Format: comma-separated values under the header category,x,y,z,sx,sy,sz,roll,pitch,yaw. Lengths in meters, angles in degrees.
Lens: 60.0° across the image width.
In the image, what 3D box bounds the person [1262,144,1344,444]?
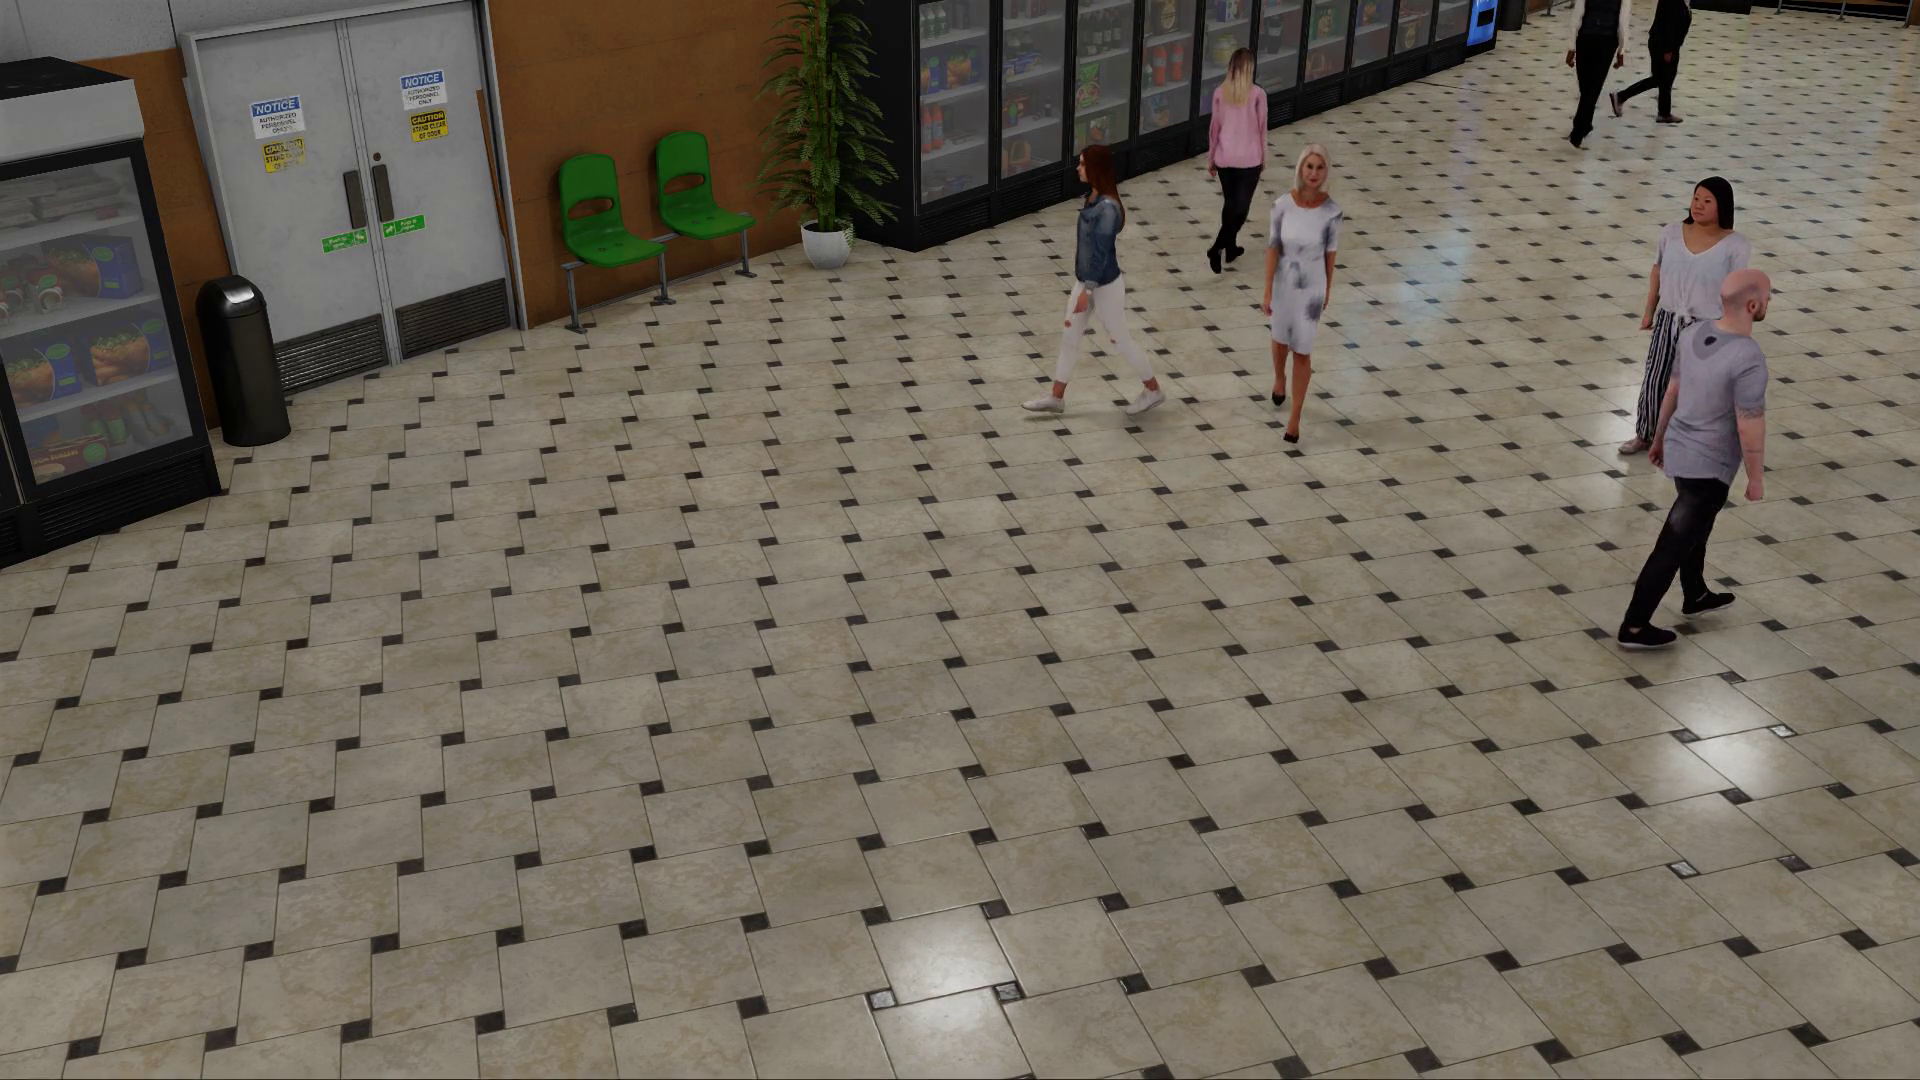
category,x,y,z,sx,sy,sz,roll,pitch,yaw
person,1.995,-1.502,9.939,1.107,1.706,0.952,6,28,12

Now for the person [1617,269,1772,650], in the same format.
category,x,y,z,sx,sy,sz,roll,pitch,yaw
person,3.260,-0.330,7.513,1.076,1.809,1.048,-5,27,-10

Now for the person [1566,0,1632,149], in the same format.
category,x,y,z,sx,sy,sz,roll,pitch,yaw
person,6.172,-4.771,16.185,1.263,1.885,0.895,15,31,27

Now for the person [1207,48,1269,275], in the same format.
category,x,y,z,sx,sy,sz,roll,pitch,yaw
person,2.080,-2.855,12.652,0.992,1.664,0.703,17,32,30

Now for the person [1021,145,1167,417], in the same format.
category,x,y,z,sx,sy,sz,roll,pitch,yaw
person,0.933,-1.503,9.989,1.089,1.662,1.135,-7,28,-13

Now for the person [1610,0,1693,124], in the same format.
category,x,y,z,sx,sy,sz,roll,pitch,yaw
person,7.170,-5.078,17.114,1.079,1.594,0.858,8,28,16

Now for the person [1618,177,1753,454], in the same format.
category,x,y,z,sx,sy,sz,roll,pitch,yaw
person,4.147,-1.243,9.456,0.767,1.680,0.586,-24,35,-38
